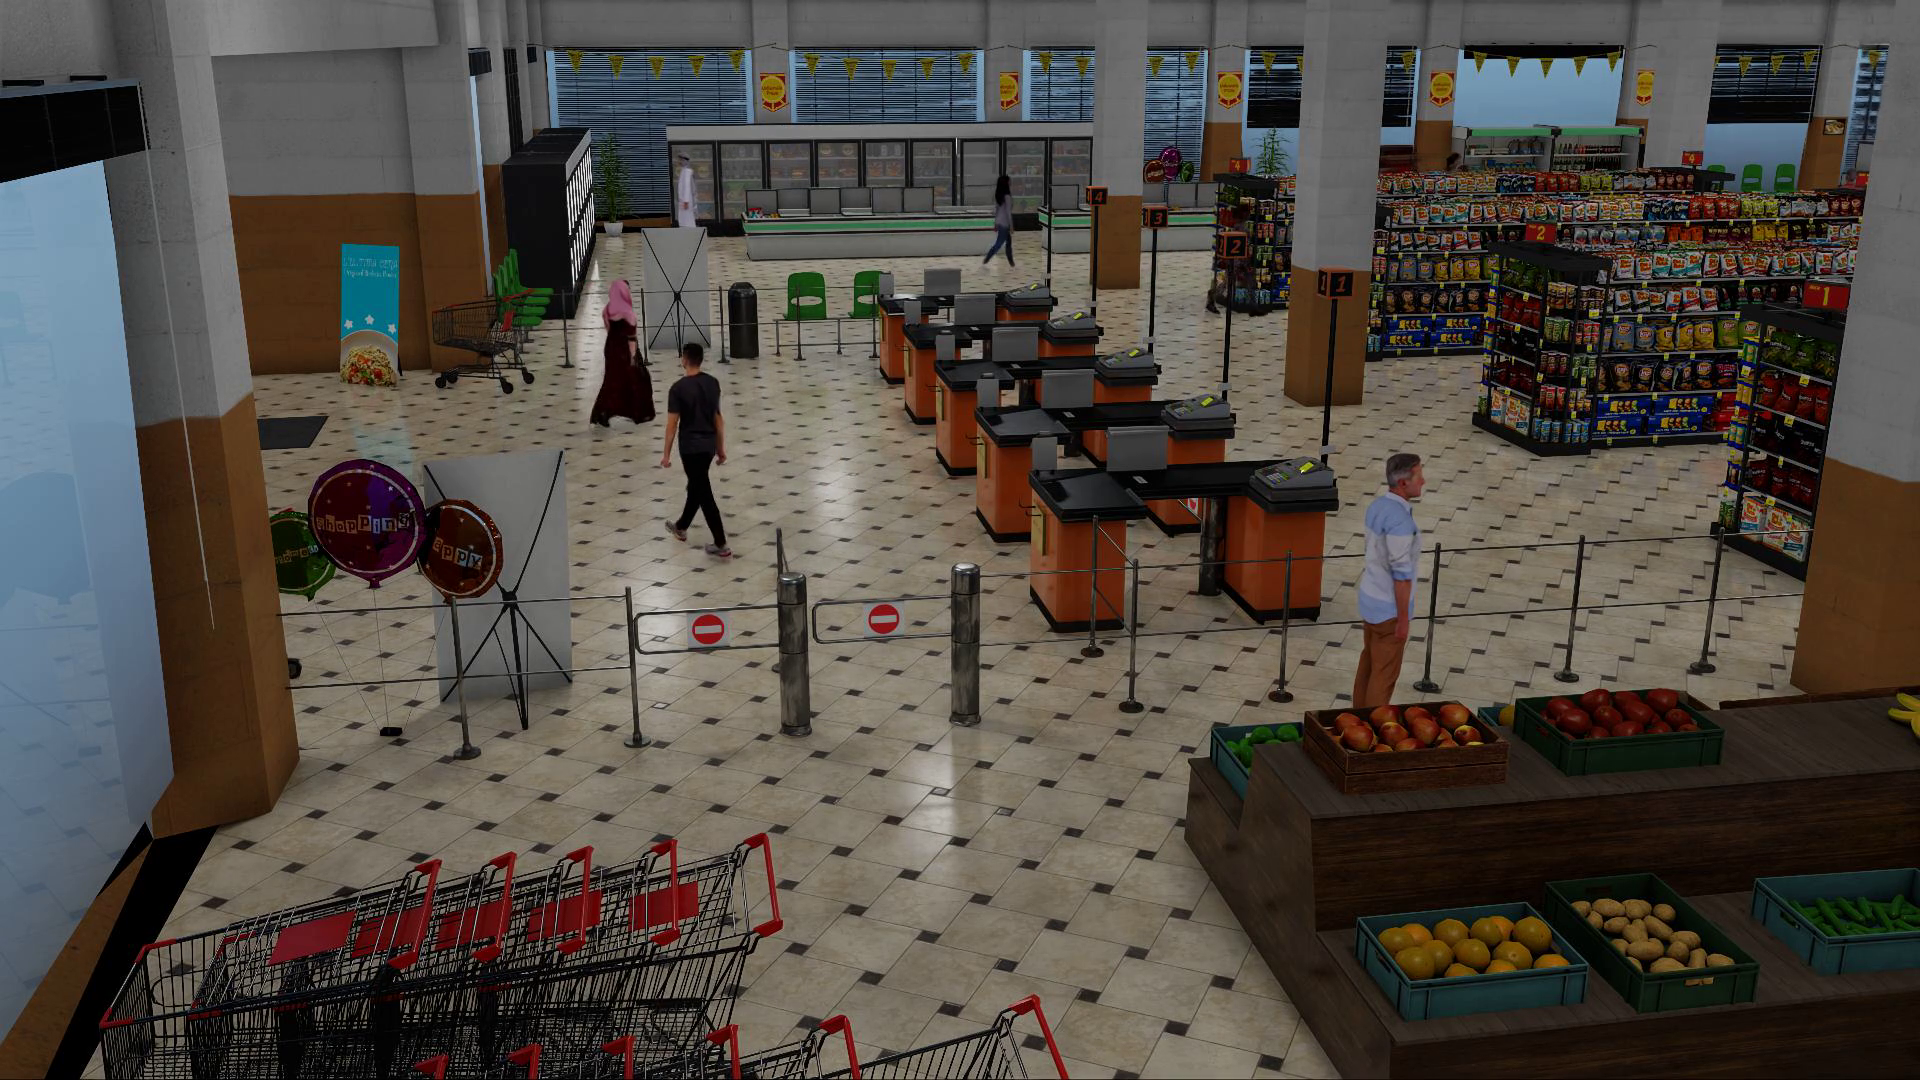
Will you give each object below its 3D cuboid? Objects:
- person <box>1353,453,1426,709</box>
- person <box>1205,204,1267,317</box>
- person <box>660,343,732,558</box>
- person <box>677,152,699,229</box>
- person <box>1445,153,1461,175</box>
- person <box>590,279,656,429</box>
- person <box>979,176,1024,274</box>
[{"bbox_3d":[2.515,0.372,9.802,0.590,1.825,0.712,-1,17,-3],"label":"person"},{"bbox_3d":[4.111,-4.177,25.064,1.229,1.661,1.001,7,18,21],"label":"person"},{"bbox_3d":[-2.081,-0.683,13.466,1.153,1.714,1.177,15,23,41],"label":"person"},{"bbox_3d":[-5.386,-6.676,32.843,0.661,1.924,0.696,-5,18,-16],"label":"person"},{"bbox_3d":[10.558,-7.526,36.163,1.157,1.621,0.741,-6,18,-18],"label":"person"},{"bbox_3d":[-3.701,-1.983,17.927,1.021,1.610,1.085,11,20,33],"label":"person"},{"bbox_3d":[0.687,-5.587,29.648,1.236,1.696,0.868,-8,19,-25],"label":"person"}]
